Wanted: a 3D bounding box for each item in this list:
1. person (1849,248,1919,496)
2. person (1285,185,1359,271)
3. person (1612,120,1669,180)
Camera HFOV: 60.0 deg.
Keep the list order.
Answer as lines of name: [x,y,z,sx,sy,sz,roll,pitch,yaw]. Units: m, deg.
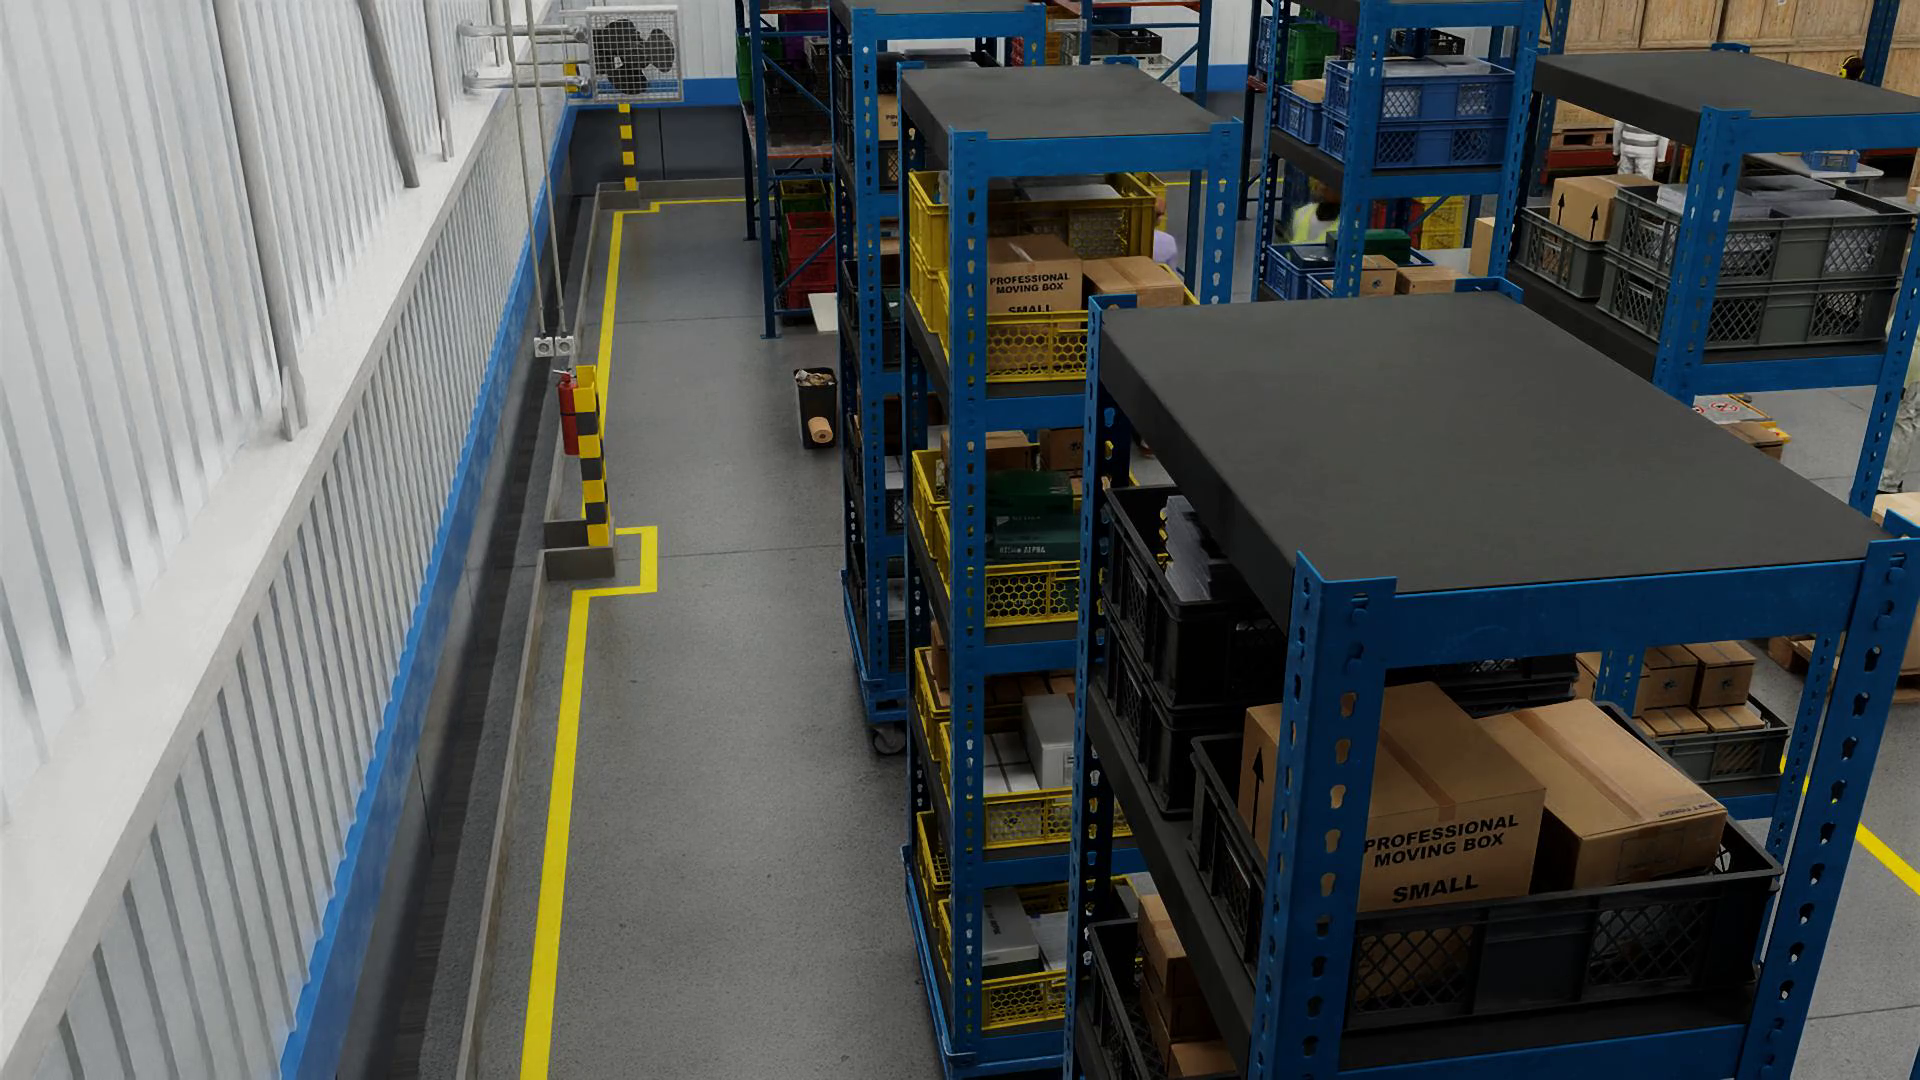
person: [6.194,-1.129,10.863,0.404,1.830,0.603,18,30,34]
person: [2.605,-1.816,12.406,0.433,1.811,0.769,-18,30,-34]
person: [6.899,-3.930,16.893,0.337,1.882,0.584,-18,30,-34]
